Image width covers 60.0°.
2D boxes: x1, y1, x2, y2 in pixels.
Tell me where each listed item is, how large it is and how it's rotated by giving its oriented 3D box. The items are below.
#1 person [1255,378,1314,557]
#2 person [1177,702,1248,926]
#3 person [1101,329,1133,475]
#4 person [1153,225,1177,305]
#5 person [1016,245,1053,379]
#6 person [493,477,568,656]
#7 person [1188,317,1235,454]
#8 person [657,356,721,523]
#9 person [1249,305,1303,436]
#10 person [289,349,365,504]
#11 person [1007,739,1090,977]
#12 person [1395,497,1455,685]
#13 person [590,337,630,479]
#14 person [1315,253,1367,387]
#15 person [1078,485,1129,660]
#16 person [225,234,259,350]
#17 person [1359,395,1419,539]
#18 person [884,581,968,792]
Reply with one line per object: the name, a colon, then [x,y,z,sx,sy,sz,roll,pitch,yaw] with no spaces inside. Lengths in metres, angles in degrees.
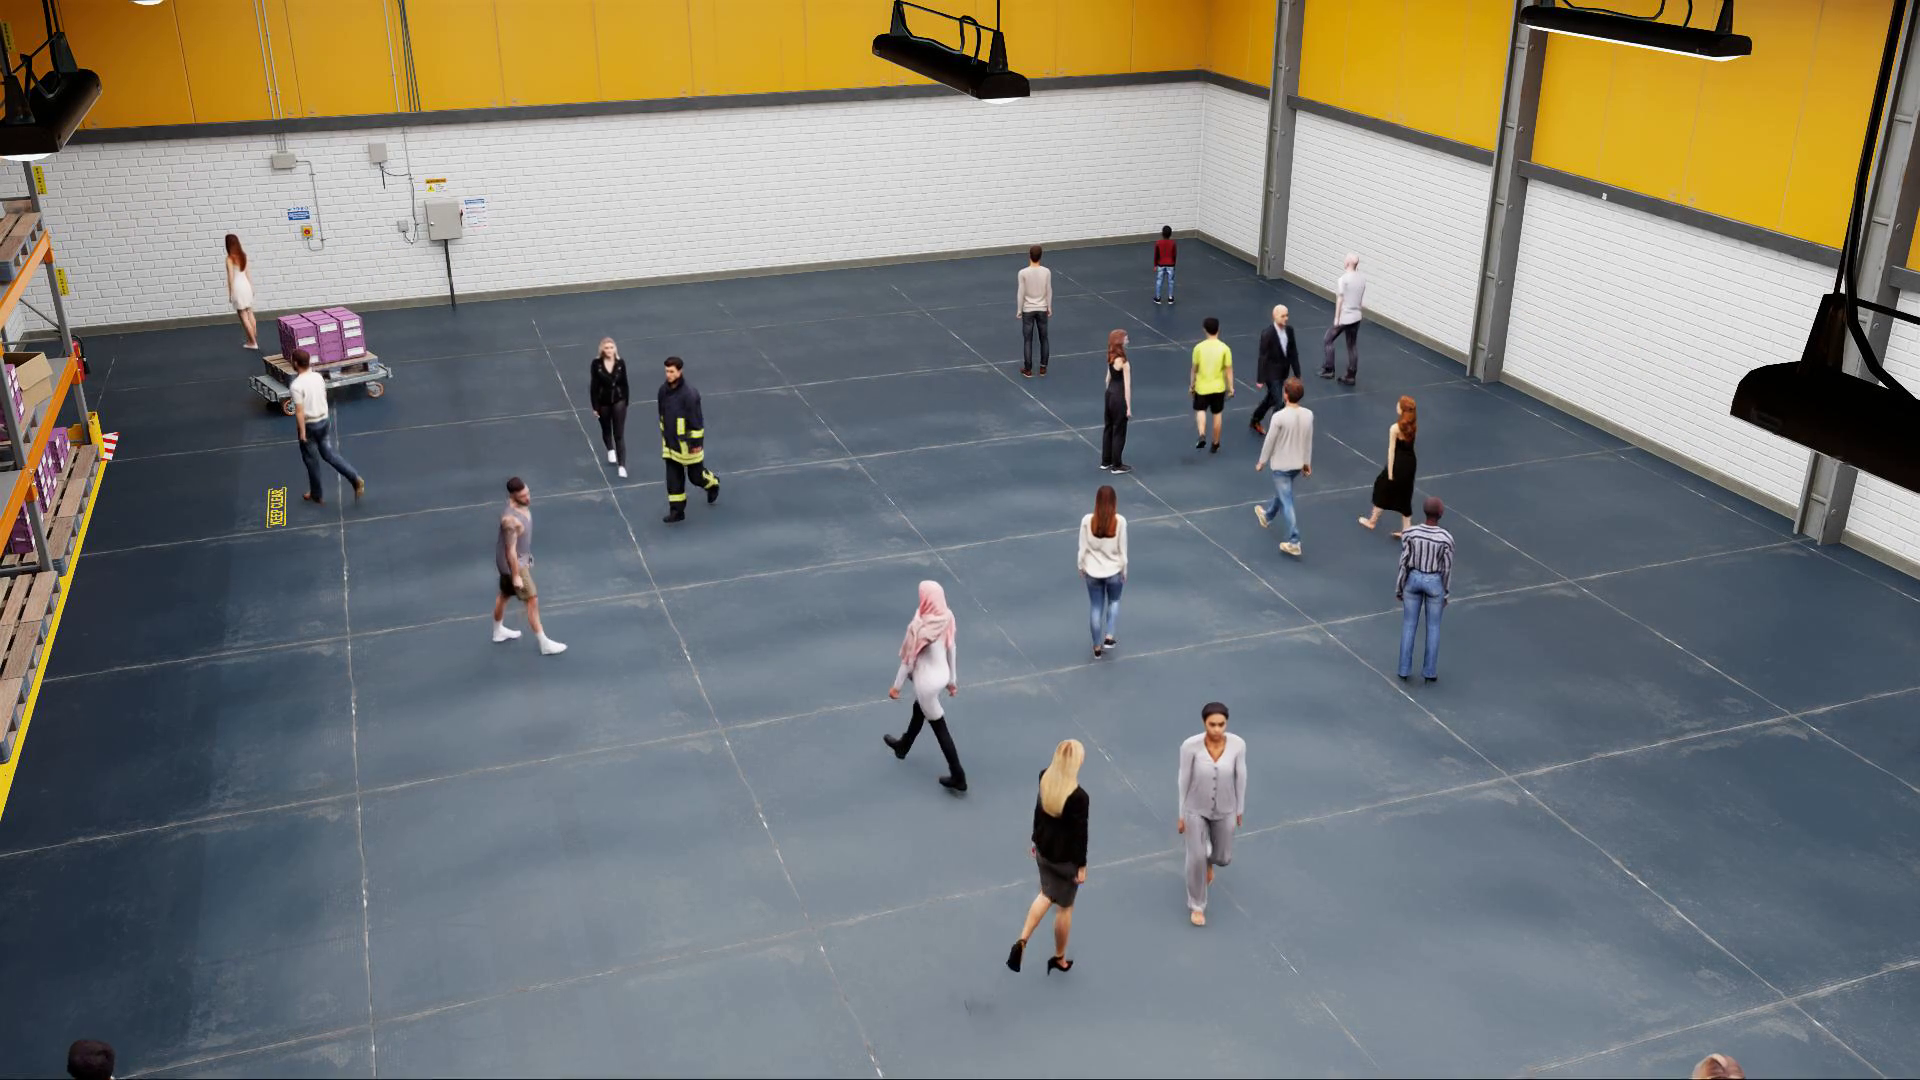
person: [3.508,-0.727,17.593,0.735,1.844,1.241,-11,26,-23]
person: [1.749,1.869,11.814,0.807,1.716,0.954,0,24,1]
person: [1.858,-1.663,19.861,0.672,1.743,0.513,-13,27,-28]
person: [3.319,-4.450,26.852,0.578,1.250,0.596,2,24,4]
person: [1.046,-3.199,23.219,0.694,1.868,0.634,-4,24,-8]
person: [-4.212,0.224,15.560,0.939,1.783,1.001,-6,24,-13]
person: [3.055,-1.867,20.397,0.857,1.688,0.889,5,24,11]
person: [-3.034,-1.156,18.500,1.215,1.904,1.233,14,27,28]
person: [3.904,-2.083,20.798,0.891,1.763,1.239,-15,28,-31]
person: [-7.219,-1.259,18.821,1.153,1.836,1.119,9,25,19]
person: [0.582,2.167,10.998,0.891,1.824,0.908,-20,31,-38]
person: [4.170,0.460,14.941,0.692,1.794,0.749,10,26,22]
person: [-4.199,-1.619,19.885,0.693,1.643,1.157,-6,24,-14]
person: [5.376,-3.000,22.835,0.786,1.812,0.877,-14,27,-29]
person: [1.330,0.332,15.378,0.730,1.679,0.754,4,24,9]
person: [-10.552,-3.660,24.465,0.798,1.714,0.740,9,25,20]
person: [4.818,-0.746,17.938,0.657,1.603,0.902,-12,26,-26]
person: [-0.168,1.209,13.281,1.262,1.751,1.036,18,30,36]
